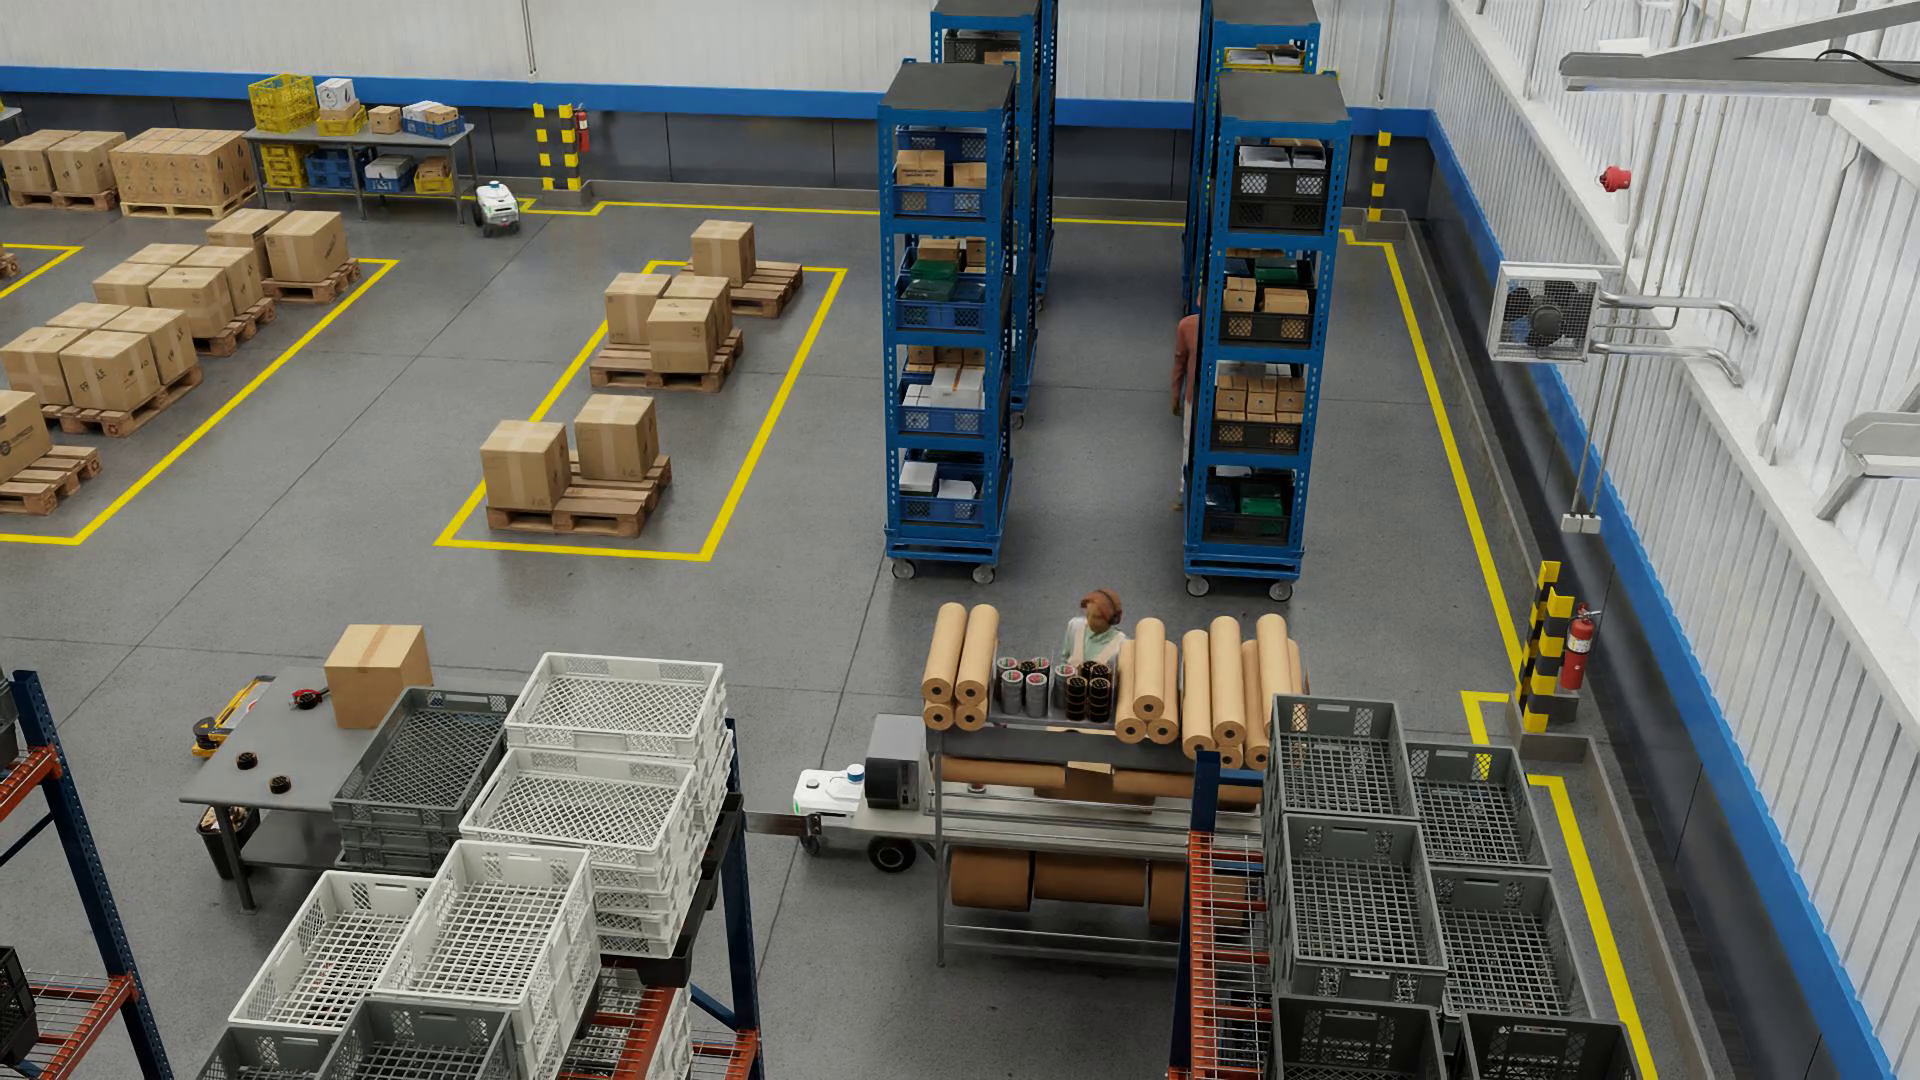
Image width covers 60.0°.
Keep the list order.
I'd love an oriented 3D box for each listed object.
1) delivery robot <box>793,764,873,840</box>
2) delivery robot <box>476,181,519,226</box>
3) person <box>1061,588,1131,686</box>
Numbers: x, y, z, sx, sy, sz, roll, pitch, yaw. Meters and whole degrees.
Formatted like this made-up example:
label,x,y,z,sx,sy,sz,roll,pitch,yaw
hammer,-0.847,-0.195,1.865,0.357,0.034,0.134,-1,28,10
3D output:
label,x,y,z,sx,sy,sz,roll,pitch,yaw
delivery robot,-0.600,1.522,9.662,0.707,0.478,0.477,4,31,6
delivery robot,-5.245,-3.822,18.840,0.477,0.478,0.707,-13,33,-22
person,0.785,0.985,9.606,0.522,1.638,0.310,24,38,35
